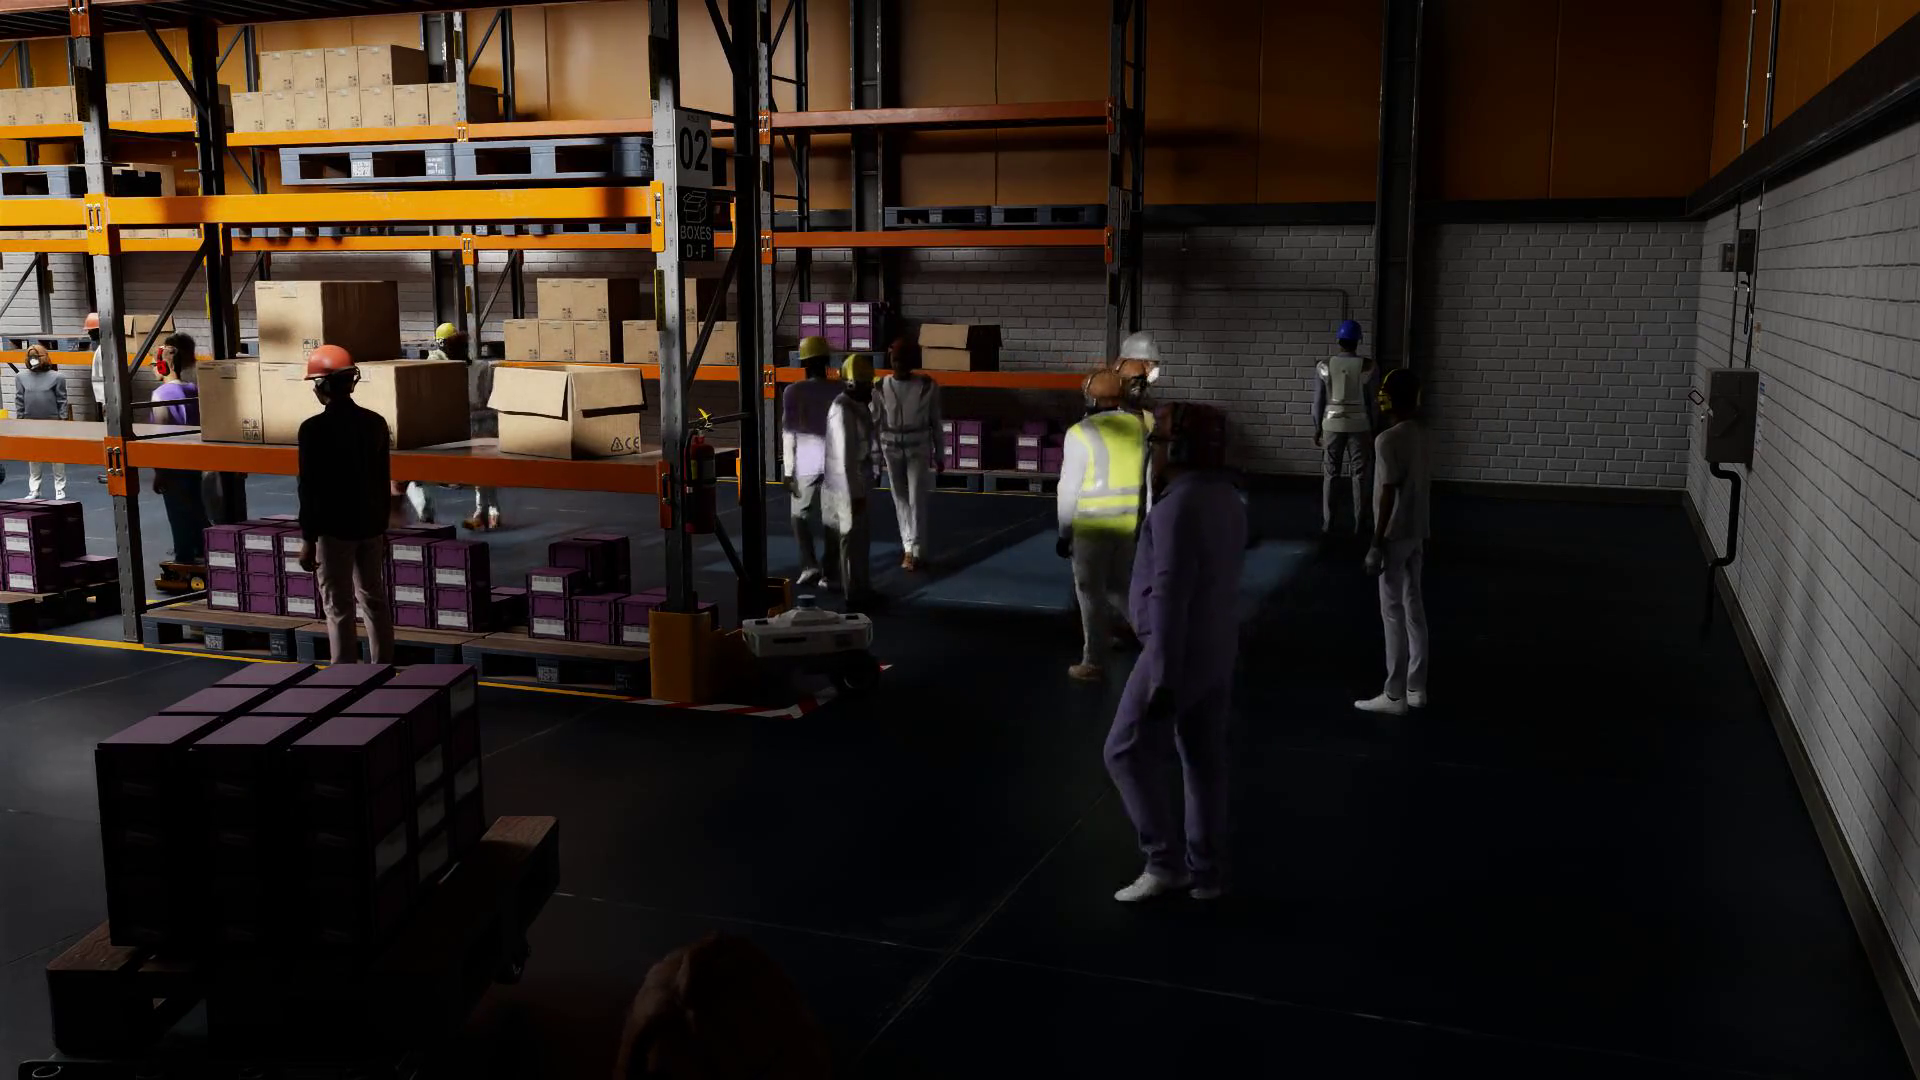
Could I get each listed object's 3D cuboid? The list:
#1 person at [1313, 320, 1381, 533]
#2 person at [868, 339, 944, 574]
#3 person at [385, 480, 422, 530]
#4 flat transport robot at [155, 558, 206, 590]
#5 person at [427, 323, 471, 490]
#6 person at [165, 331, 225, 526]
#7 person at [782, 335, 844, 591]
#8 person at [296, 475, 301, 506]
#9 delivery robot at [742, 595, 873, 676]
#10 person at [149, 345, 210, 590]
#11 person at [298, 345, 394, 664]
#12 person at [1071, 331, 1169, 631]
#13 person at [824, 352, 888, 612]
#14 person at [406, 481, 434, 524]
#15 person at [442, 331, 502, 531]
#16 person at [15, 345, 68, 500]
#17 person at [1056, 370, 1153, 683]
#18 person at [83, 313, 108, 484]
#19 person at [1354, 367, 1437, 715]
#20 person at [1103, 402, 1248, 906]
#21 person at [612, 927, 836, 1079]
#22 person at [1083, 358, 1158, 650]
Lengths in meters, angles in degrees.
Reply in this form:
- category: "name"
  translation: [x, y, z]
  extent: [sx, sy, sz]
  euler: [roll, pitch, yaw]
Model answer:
- category: "person"
  translation: [3.539, -1.031, 15.220]
  extent: [0.602, 1.949, 0.392]
  euler: [3, 10, 19]
- category: "person"
  translation: [-0.442, -0.650, 13.128]
  extent: [0.581, 1.845, 0.895]
  euler: [1, 9, 8]
- category: "person"
  translation: [-4.275, -0.573, 12.631]
  extent: [0.868, 1.873, 0.642]
  euler: [4, 10, 23]
- category: "flat transport robot"
  translation: [-5.210, 0.250, 12.428]
  extent: [1.431, 0.197, 0.652]
  euler: [3, 10, 19]
- category: "person"
  translation: [-5.637, -1.477, 18.384]
  extent: [0.404, 1.832, 0.598]
  euler: [1, 9, 7]
- category: "person"
  translation: [-6.338, -0.782, 13.902]
  extent: [0.782, 1.917, 0.345]
  euler: [6, 11, 35]
- category: "person"
  translation: [-1.054, -0.563, 12.403]
  extent: [0.596, 1.909, 0.421]
  euler: [-4, 10, -23]
- category: "person"
  translation: [-6.648, -1.256, 17.002]
  extent: [0.338, 1.840, 0.510]
  euler: [1, 9, 3]
- category: "delivery robot"
  translation: [-0.862, 0.552, 9.352]
  extent: [0.707, 0.478, 0.477]
  euler: [-2, 9, -16]
- category: "person"
  translation: [-5.842, -0.540, 12.493]
  extent: [0.379, 1.836, 0.565]
  euler: [1, 9, 3]
- category: "person"
  translation: [-3.321, -0.052, 8.966]
  extent: [0.400, 1.986, 0.620]
  euler: [4, 10, 22]
- category: "person"
  translation: [1.209, -0.384, 10.868]
  extent: [1.003, 2.000, 0.702]
  euler: [3, 10, 19]
- category: "person"
  translation: [-0.741, -0.406, 11.689]
  extent: [0.407, 1.826, 0.602]
  euler: [1, 9, 8]
- category: "person"
  translation: [-4.979, -0.906, 14.617]
  extent: [0.928, 1.905, 0.638]
  euler: [7, 11, 36]
- category: "person"
  translation: [-4.488, -0.999, 15.358]
  extent: [0.654, 1.842, 0.720]
  euler: [3, 9, 16]
- category: "person"
  translation: [-9.626, -1.229, 17.448]
  extent: [0.499, 1.634, 0.279]
  euler: [-2, 9, -12]
- category: "person"
  translation: [0.861, -0.057, 9.523]
  extent: [0.628, 1.823, 0.556]
  euler: [-7, 12, -38]
- category: "person"
  translation: [-9.686, -1.605, 18.871]
  extent: [0.375, 1.934, 0.547]
  euler: [-4, 10, -25]
- category: "person"
  translation: [2.351, 0.009, 8.953]
  extent: [0.516, 1.865, 0.325]
  euler: [-8, 12, -42]
- category: "person"
  translation: [0.772, 0.435, 6.176]
  extent: [0.508, 1.892, 0.672]
  euler: [5, 11, 30]
- category: "person"
  translation: [-0.269, 1.236, 1.968]
  extent: [0.501, 1.633, 0.288]
  euler: [0, 9, -1]
- category: "person"
  translation: [1.040, -0.235, 10.567]
  extent: [0.429, 1.839, 0.633]
  euler: [8, 12, 40]
